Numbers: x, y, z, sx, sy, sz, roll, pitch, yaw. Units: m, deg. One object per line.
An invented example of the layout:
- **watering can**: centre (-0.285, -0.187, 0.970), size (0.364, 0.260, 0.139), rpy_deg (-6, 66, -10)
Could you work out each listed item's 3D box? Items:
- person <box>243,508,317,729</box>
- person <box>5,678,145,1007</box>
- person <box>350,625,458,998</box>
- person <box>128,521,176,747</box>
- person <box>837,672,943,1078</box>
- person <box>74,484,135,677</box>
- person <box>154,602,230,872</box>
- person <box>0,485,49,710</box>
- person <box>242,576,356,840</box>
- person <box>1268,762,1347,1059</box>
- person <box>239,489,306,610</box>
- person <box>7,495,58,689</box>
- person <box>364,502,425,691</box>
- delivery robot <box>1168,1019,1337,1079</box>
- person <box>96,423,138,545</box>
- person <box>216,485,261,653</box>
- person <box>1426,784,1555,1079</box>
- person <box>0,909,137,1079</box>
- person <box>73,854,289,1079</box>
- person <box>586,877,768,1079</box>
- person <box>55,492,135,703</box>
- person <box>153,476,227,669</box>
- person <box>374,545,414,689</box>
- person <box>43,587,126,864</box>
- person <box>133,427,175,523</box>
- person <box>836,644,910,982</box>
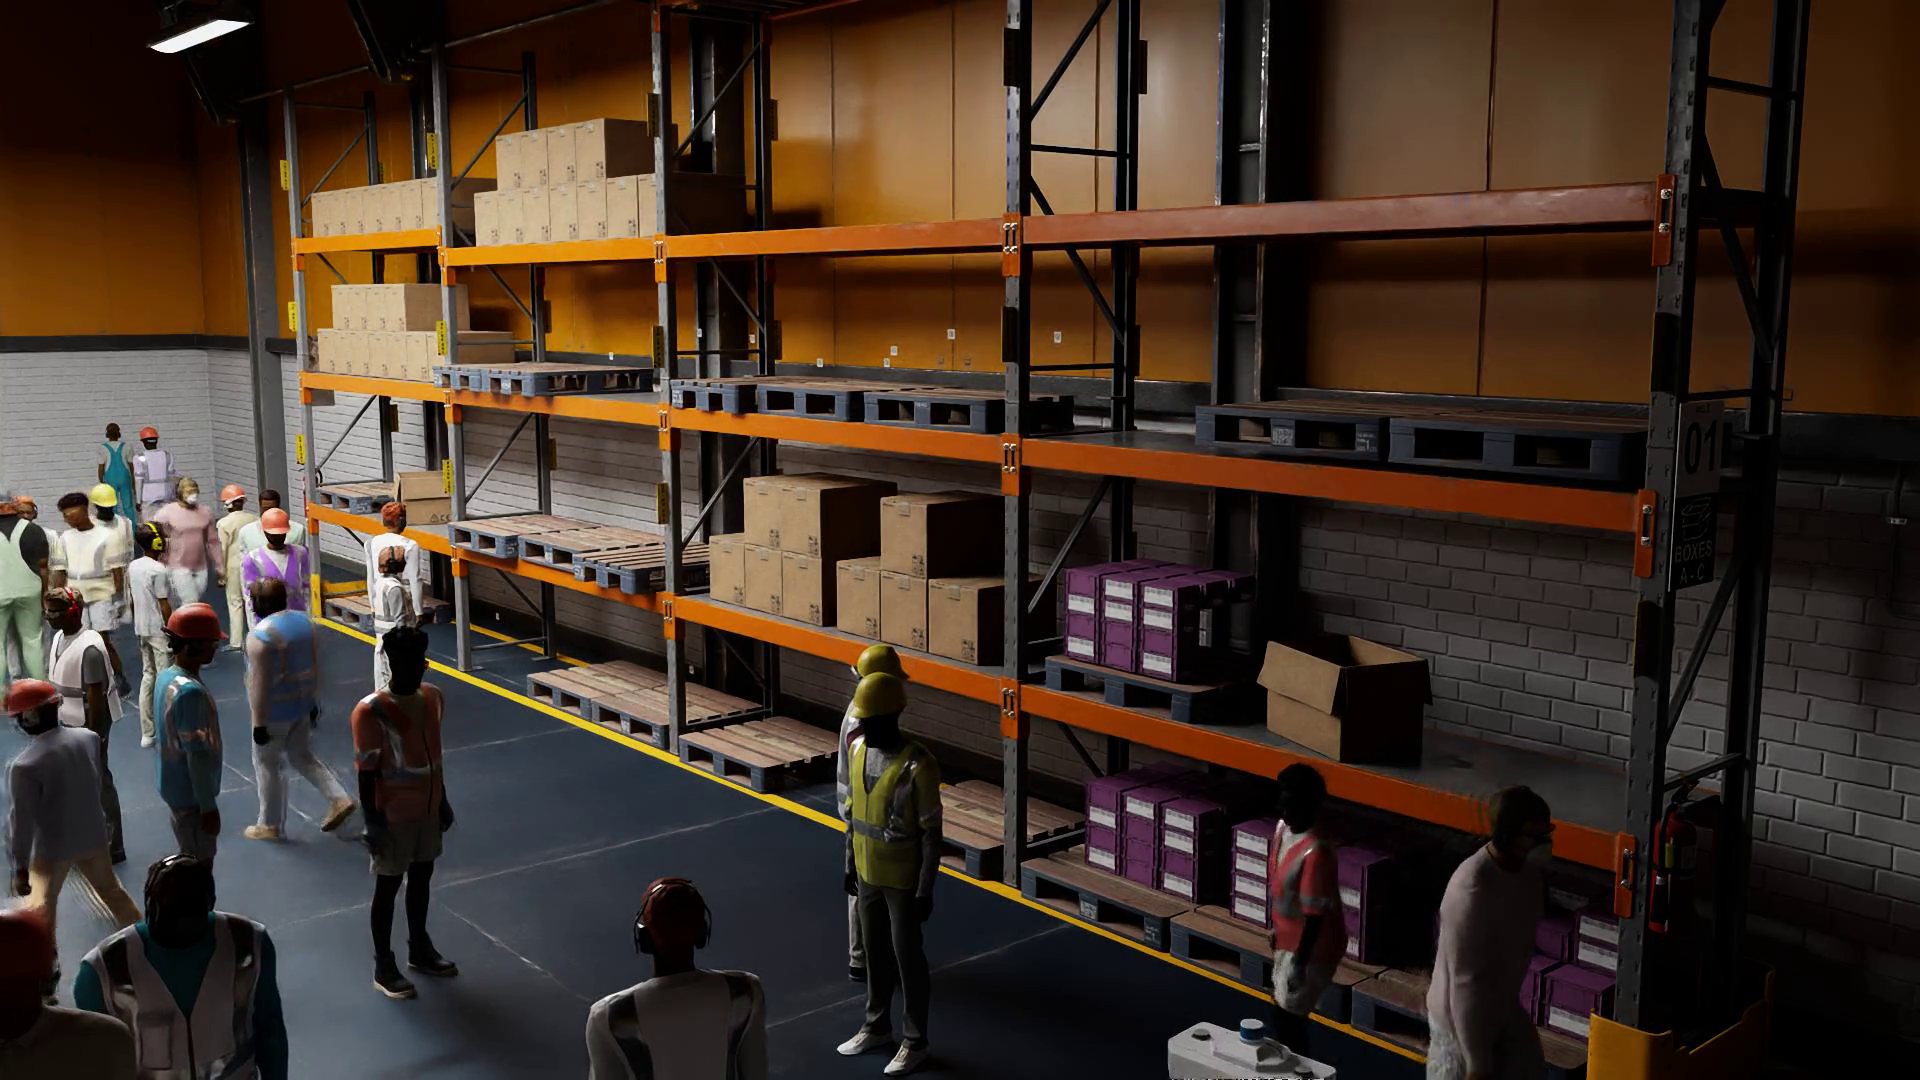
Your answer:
- **person**: centre (-5.730, 0.676, 14.062), size (0.550, 1.925, 0.391), rpy_deg (-7, 11, -41)
- **person**: centre (-4.631, 1.560, 8.669), size (0.512, 1.711, 0.731), rpy_deg (2, 9, 16)
- **person**: centre (-2.928, 1.408, 8.817), size (0.367, 1.962, 0.613), rpy_deg (4, 9, 25)
- **person**: centre (-6.532, 0.773, 13.547), size (0.520, 1.876, 0.326), rpy_deg (5, 10, 33)
- **person**: centre (-0.351, 1.564, 7.874), size (0.594, 1.922, 0.381), rpy_deg (8, 11, 44)
- **person**: centre (-8.312, 0.383, 16.202), size (0.504, 1.897, 0.590), rpy_deg (6, 10, 35)
- **person**: centre (-4.124, 1.348, 9.016), size (0.409, 2.034, 0.613), rpy_deg (-6, 10, -35)
- **person**: centre (-8.569, 0.489, 14.947), size (0.681, 2.000, 0.535), rpy_deg (-7, 11, -42)
- **person**: centre (-4.497, 1.141, 11.215), size (0.693, 1.818, 0.666), rpy_deg (2, 8, 14)
- **person**: centre (1.511, 1.774, 7.319), size (0.346, 1.664, 0.556), rpy_deg (-1, 8, -4)
- **person**: centre (-6.407, 0.467, 15.571), size (0.590, 1.909, 0.385), rpy_deg (-3, 9, -20)
- **person**: centre (-8.518, 0.531, 15.203), size (0.576, 1.884, 0.355), rpy_deg (-8, 11, -42)
- **person**: centre (-5.011, 0.599, 14.767), size (0.574, 1.876, 0.353), rpy_deg (3, 9, 20)
- **delivery robot**: centre (1.249, 2.304, 7.142), size (0.707, 0.478, 0.477), rpy_deg (8, 11, 43)
- **person**: centre (-12.513, -0.816, 24.695), size (0.505, 1.846, 0.346), rpy_deg (-5, 10, -33)
- **person**: centre (-7.528, 0.291, 17.359), size (0.350, 1.742, 0.573), rpy_deg (4, 9, 24)
- **person**: centre (2.013, 1.822, 6.175), size (0.884, 1.894, 0.640), rpy_deg (7, 11, 41)
- **person**: centre (-2.630, 1.992, 4.712), size (0.617, 1.986, 0.411), rpy_deg (-3, 9, -21)
- **person**: centre (-2.602, 1.939, 5.634), size (0.643, 1.833, 0.431), rpy_deg (-5, 10, -32)
- **person**: centre (-0.874, 1.970, 5.206), size (0.576, 1.882, 0.355), rpy_deg (-4, 9, -27)
- **person**: centre (-7.857, 0.534, 15.072), size (0.706, 1.922, 0.462), rpy_deg (1, 8, 5)
- **person**: centre (-7.567, 0.326, 16.508), size (0.837, 1.909, 0.661), rpy_deg (5, 9, 29)
- **person**: centre (-4.676, 0.858, 13.766), size (0.305, 1.640, 0.522), rpy_deg (-5, 10, -33)
- **person**: centre (-5.645, 1.198, 10.747), size (0.561, 1.836, 0.392), rpy_deg (7, 11, 41)
- **person**: centre (-11.063, -0.593, 22.846), size (0.364, 1.933, 0.543), rpy_deg (7, 11, 41)
- **person**: centre (-0.458, 1.459, 8.964), size (0.403, 1.823, 0.596), rpy_deg (0, 8, 1)
